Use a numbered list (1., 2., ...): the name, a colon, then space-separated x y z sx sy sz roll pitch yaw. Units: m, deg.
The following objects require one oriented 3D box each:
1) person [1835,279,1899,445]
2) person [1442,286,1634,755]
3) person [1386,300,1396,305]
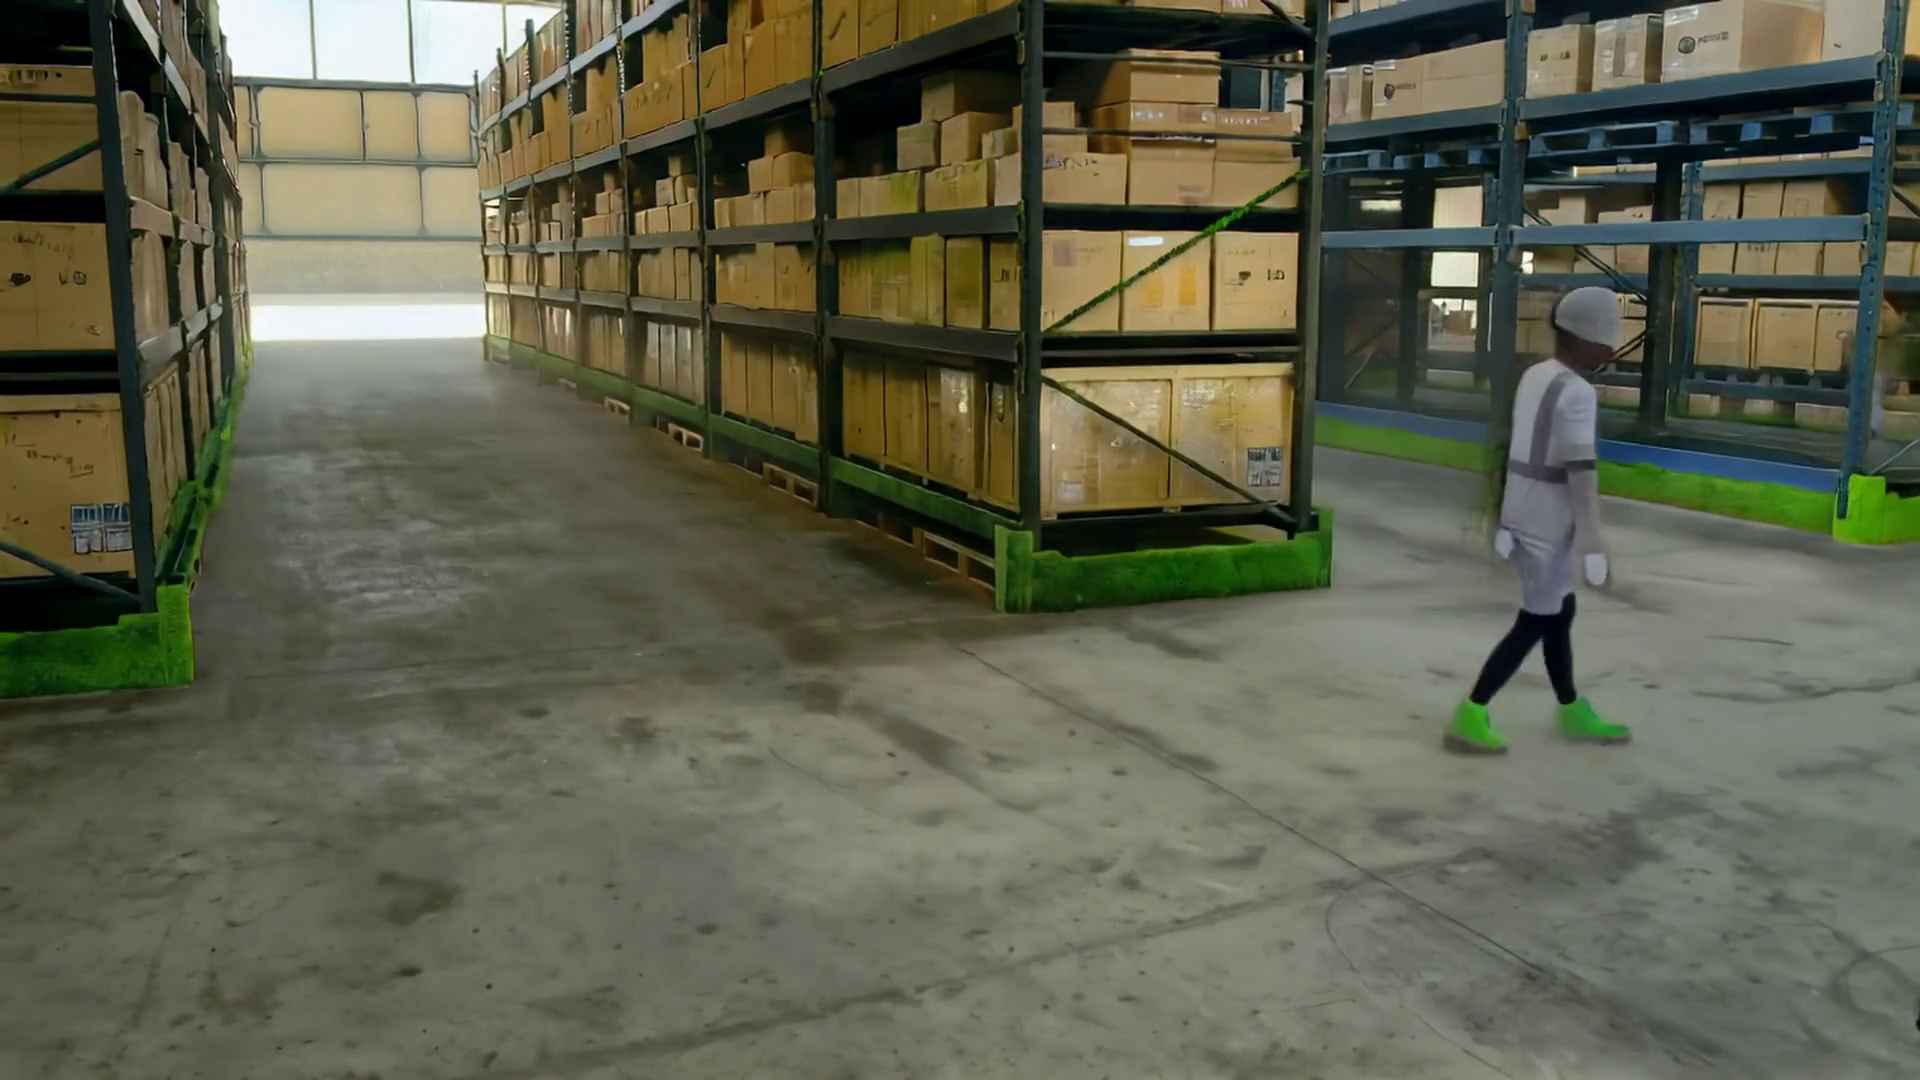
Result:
1. person: 9.812 -1.876 18.051 0.395 1.897 0.740 -1 10 -7
2. person: 2.437 -0.062 6.954 0.853 1.984 0.690 0 9 0
3. person: 10.241 -5.396 39.027 0.575 1.923 0.628 2 10 12
